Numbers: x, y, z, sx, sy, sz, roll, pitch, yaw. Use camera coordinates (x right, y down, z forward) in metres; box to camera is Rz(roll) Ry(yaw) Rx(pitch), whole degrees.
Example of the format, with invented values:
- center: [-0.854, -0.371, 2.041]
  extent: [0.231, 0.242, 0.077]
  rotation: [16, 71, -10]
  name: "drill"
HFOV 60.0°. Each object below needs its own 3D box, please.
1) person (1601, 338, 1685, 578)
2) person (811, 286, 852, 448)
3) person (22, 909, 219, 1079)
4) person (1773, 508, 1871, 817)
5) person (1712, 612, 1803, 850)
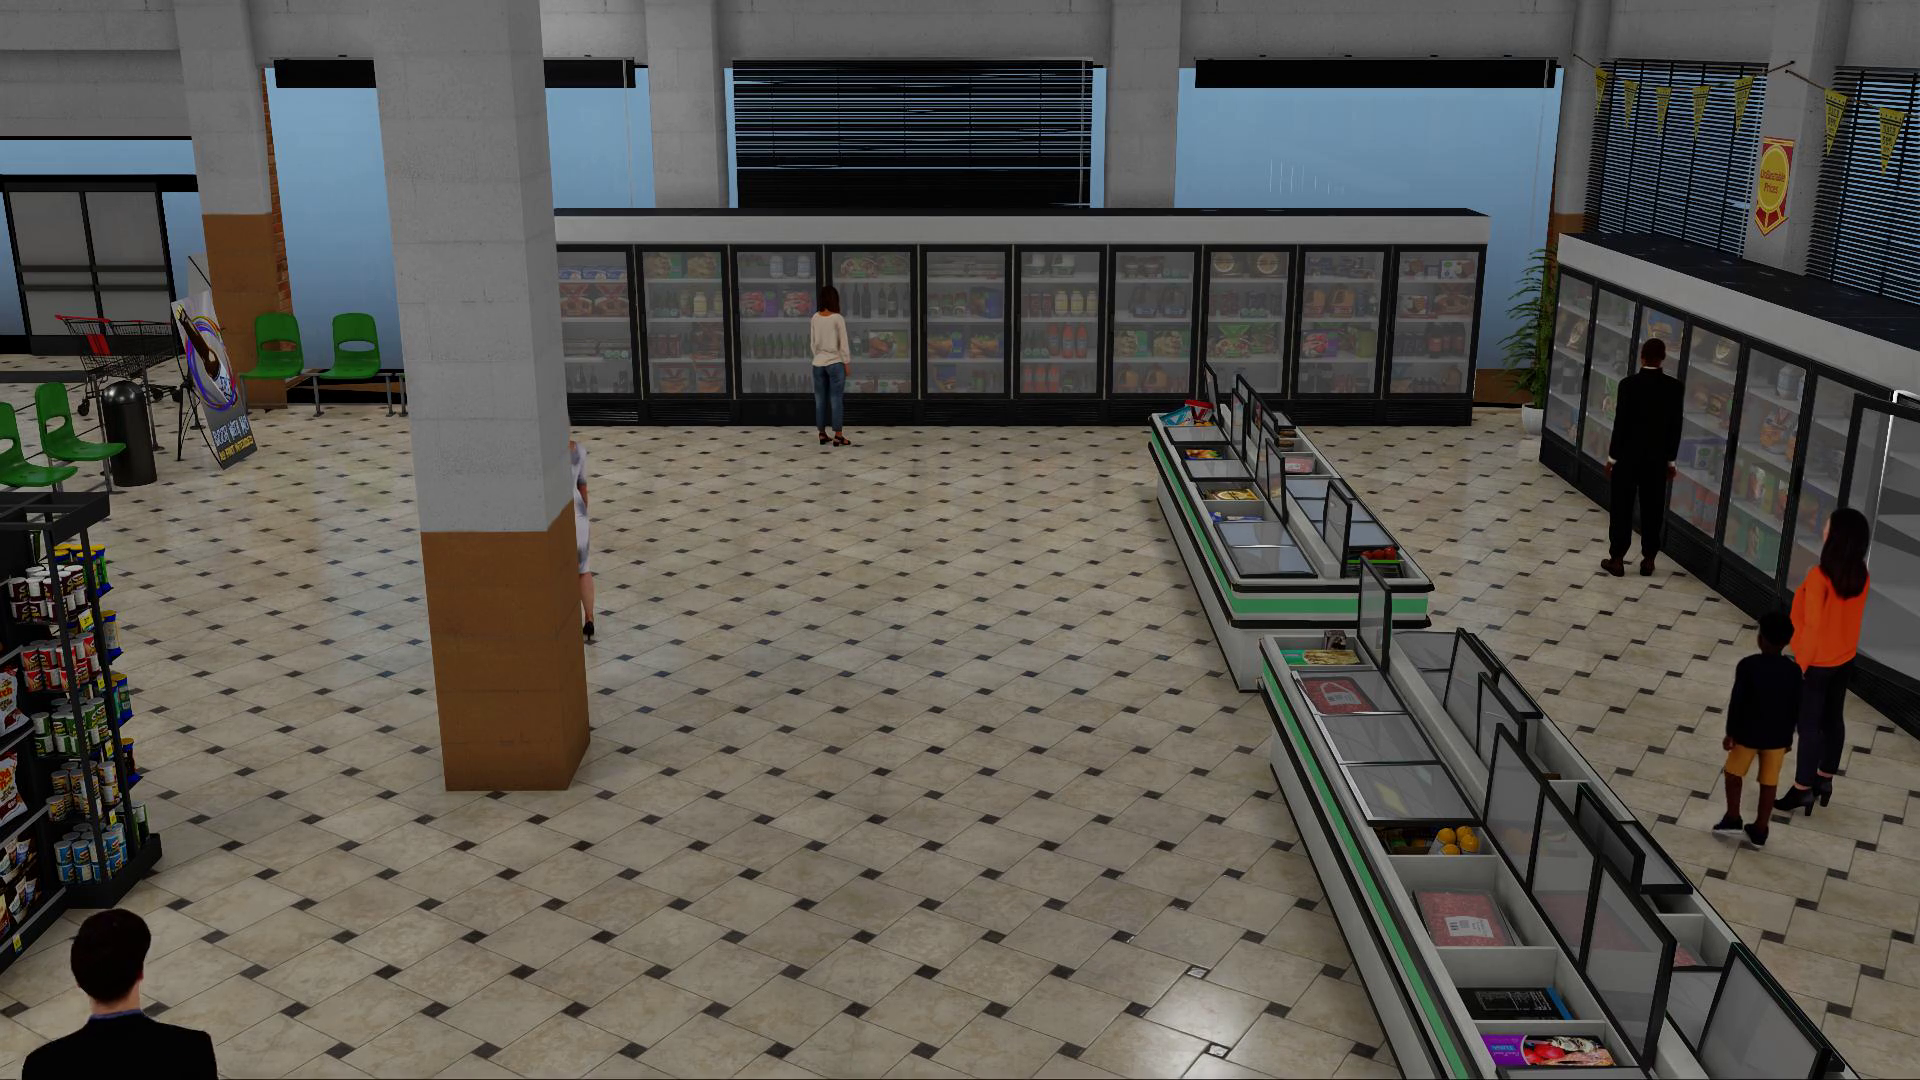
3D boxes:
- center: [5.404, -0.655, 13.176]
  extent: [0.725, 1.903, 0.653]
  rotation: [2, 17, 8]
  name: "person"
- center: [-1.366, -1.824, 17.410]
  extent: [0.701, 1.679, 0.721]
  rotation: [11, 20, 32]
  name: "person"
- center: [-2.279, 1.961, 4.627]
  extent: [0.948, 1.865, 1.211]
  rotation: [-6, 18, -19]
  name: "person"
- center: [4.735, 0.662, 9.104]
  extent: [0.707, 1.748, 0.724]
  rotation: [-10, 20, -30]
  name: "person"
- center: [4.237, 1.016, 8.786]
  extent: [0.532, 1.256, 0.538]
  rotation: [1, 17, 2]
  name: "person"
